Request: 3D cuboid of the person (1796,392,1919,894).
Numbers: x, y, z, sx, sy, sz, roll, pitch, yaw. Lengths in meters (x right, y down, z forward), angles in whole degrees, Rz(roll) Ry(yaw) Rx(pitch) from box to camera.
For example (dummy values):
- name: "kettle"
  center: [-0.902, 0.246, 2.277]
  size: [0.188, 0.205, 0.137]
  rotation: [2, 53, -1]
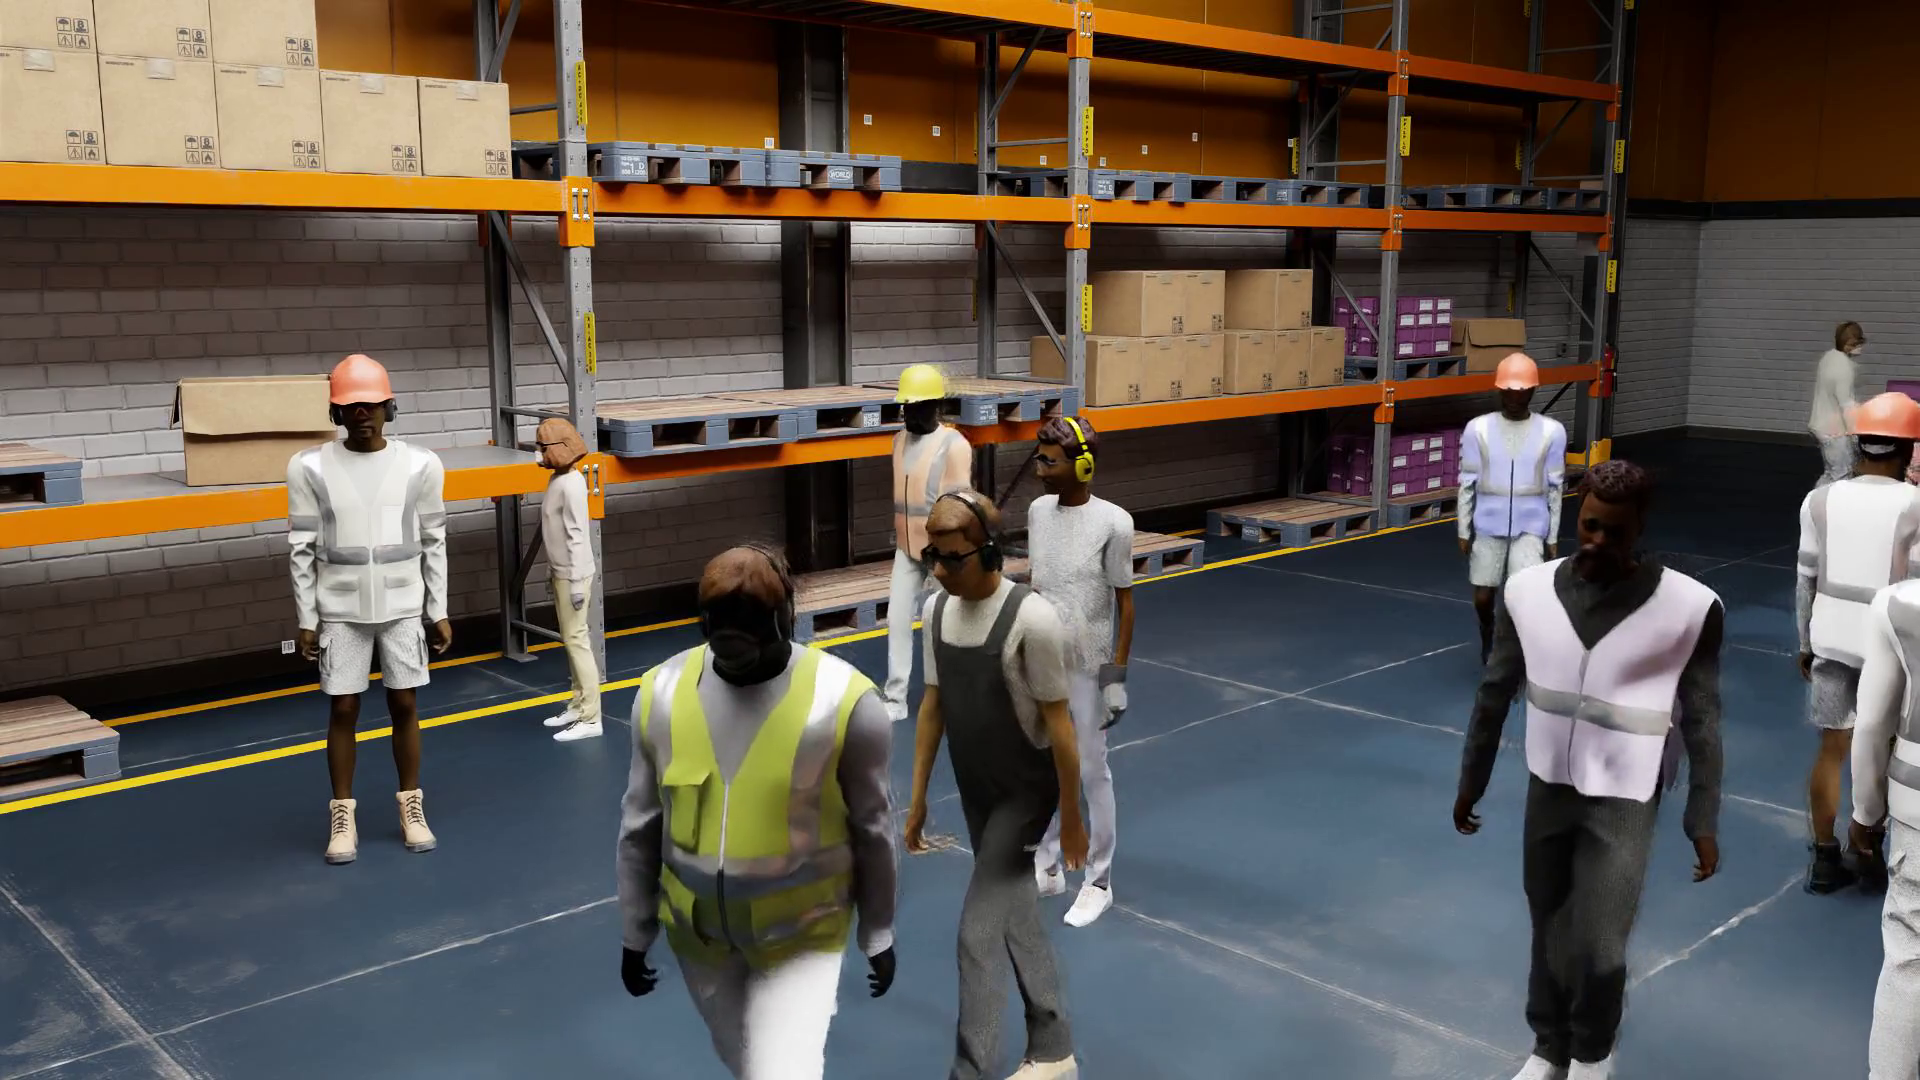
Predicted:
- name: "person"
  center: [3.460, 0.400, 6.329]
  size: [0.493, 1.918, 0.562]
  rotation: [-7, 12, -37]

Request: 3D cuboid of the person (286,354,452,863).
- name: "person"
  center: [-2.366, 0.276, 6.713]
  size: [0.605, 2.045, 0.388]
  rotation: [-4, 10, -22]

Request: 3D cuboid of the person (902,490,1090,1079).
- name: "person"
  center: [0.043, 0.756, 4.614]
  size: [0.783, 1.797, 0.534]
  rotation: [-7, 12, -36]

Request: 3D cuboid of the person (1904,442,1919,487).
- name: "person"
  center: [5.781, -0.095, 9.724]
  size: [0.521, 1.750, 0.543]
  rotation: [-3, 10, -19]

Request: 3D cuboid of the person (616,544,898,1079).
- name: "person"
  center: [-0.465, 0.881, 3.914]
  size: [0.644, 1.803, 0.952]
  rotation: [3, 10, 15]

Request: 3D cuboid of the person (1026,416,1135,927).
- name: "person"
  center: [0.399, 0.474, 6.086]
  size: [0.518, 1.865, 0.330]
  rotation: [9, 13, 43]

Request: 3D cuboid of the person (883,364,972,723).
- name: "person"
  center: [-0.108, 0.009, 8.755]
  size: [0.928, 1.890, 0.593]
  rotation: [-9, 13, -44]

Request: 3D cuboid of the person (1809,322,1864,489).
- name: "person"
  center: [7.440, -0.913, 14.166]
  size: [0.385, 1.892, 0.785]
  rotation: [3, 10, 15]

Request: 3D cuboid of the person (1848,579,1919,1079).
- name: "person"
  center: [2.688, 0.747, 4.421]
  size: [0.584, 1.882, 0.337]
  rotation: [7, 12, 35]

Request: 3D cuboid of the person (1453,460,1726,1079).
- name: "person"
  center: [1.726, 0.707, 4.616]
  size: [0.727, 1.891, 0.477]
  rotation: [9, 13, 41]

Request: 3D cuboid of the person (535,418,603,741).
- name: "person"
  center: [-1.986, 0.194, 8.422]
  size: [0.270, 1.630, 0.500]
  rotation: [-4, 10, -21]

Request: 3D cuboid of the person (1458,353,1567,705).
- name: "person"
  center: [3.058, -0.090, 9.252]
  size: [0.550, 1.918, 0.748]
  rotation: [3, 10, 19]
